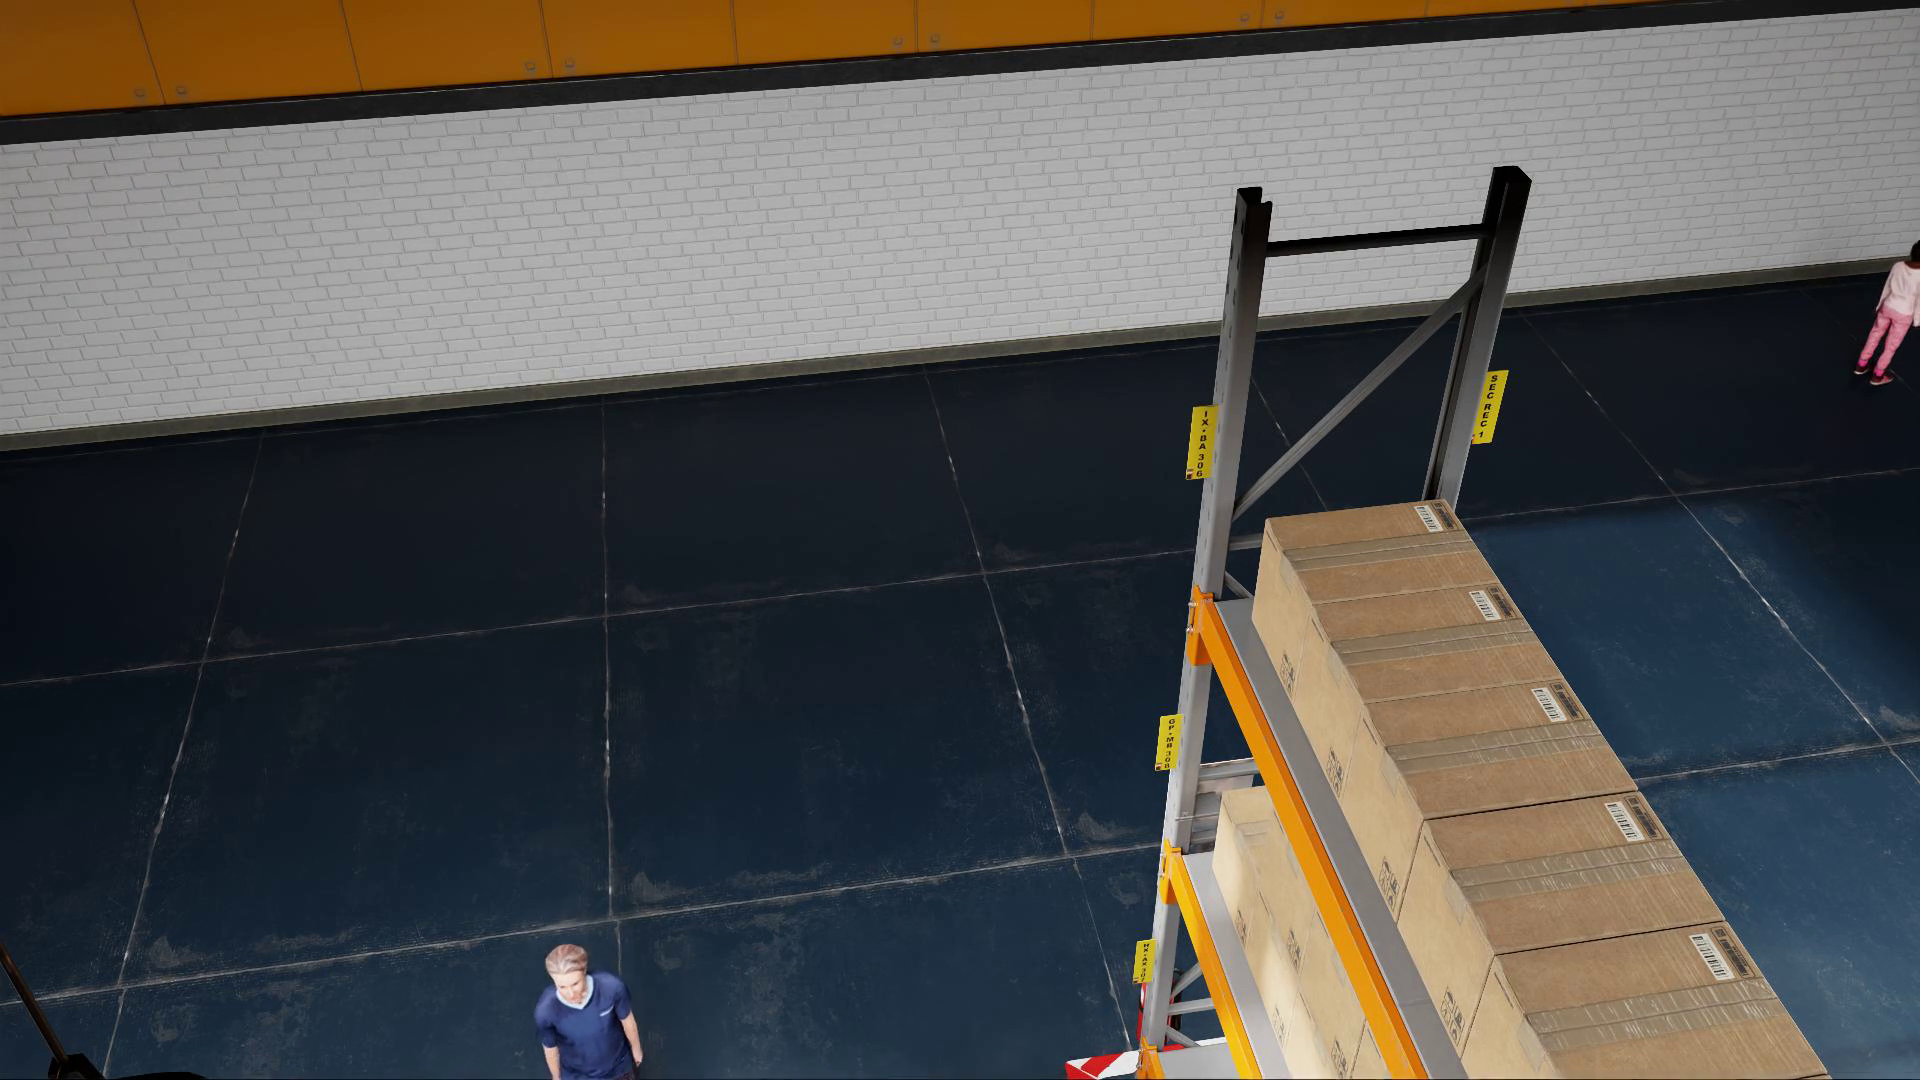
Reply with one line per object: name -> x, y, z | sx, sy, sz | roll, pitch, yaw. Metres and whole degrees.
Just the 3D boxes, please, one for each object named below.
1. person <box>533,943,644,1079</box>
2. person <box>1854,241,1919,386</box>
person -> -1.944, 2.715, 8.816 | 0.747, 1.853, 0.843 | -14, 41, -16
person -> 8.551, -2.092, 15.158 | 0.679, 1.449, 0.552 | -19, 42, -22
